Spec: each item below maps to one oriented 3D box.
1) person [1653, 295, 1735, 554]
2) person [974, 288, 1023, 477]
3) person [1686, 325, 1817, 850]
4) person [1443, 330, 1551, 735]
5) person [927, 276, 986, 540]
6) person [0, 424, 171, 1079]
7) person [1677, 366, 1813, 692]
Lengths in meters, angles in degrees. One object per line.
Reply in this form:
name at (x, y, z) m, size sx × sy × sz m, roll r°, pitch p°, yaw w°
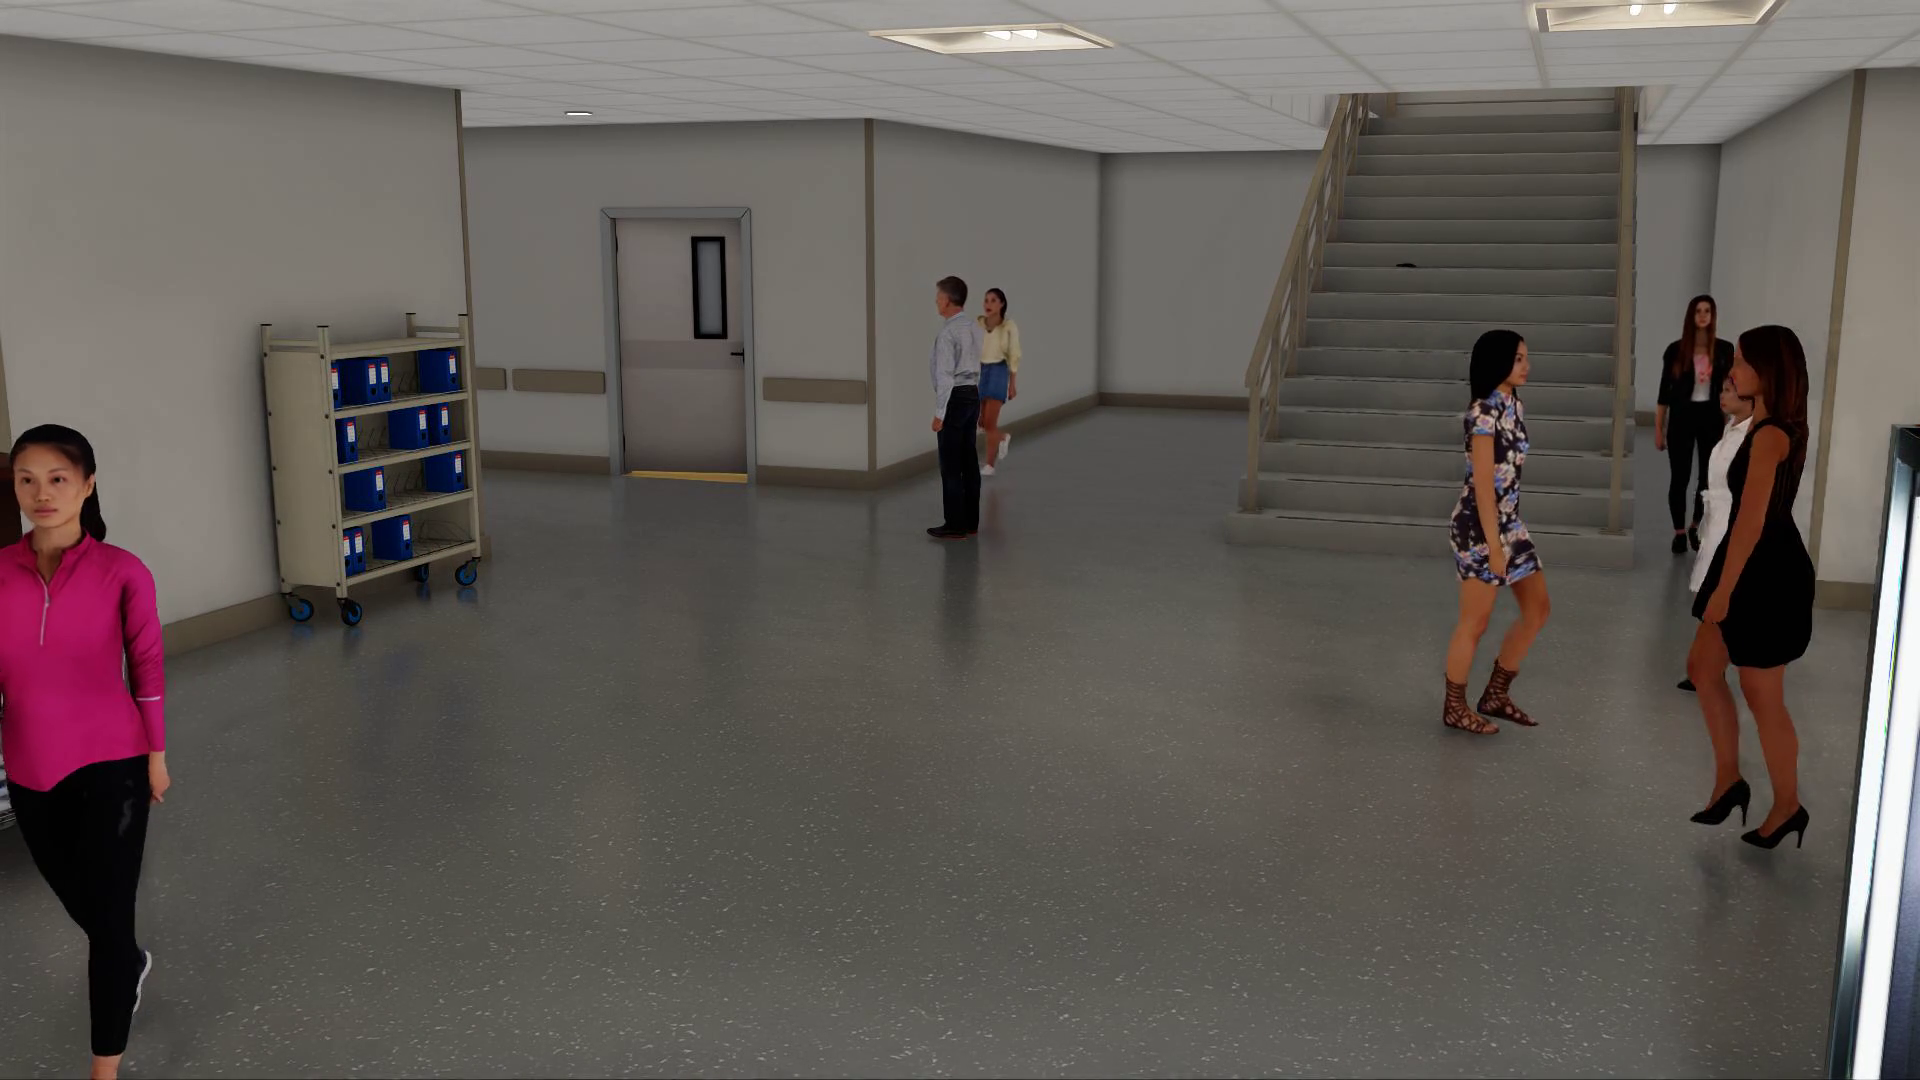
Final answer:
person at (4.866, -0.764, 11.039) m, size 0.635 × 1.701 × 0.608 m, roll 3°, pitch 11°, yaw 17°
person at (0.301, -1.365, 14.443) m, size 0.679 × 1.612 × 0.974 m, roll 5°, pitch 12°, yaw 24°
person at (2.801, 0.209, 5.599) m, size 0.692 × 1.817 × 0.619 m, roll 6°, pitch 12°, yaw 28°
person at (2.171, -0.020, 7.061) m, size 0.764 × 1.721 × 0.675 m, roll 9°, pitch 14°, yaw 40°
person at (-0.022, -0.931, 11.610) m, size 0.749 × 1.816 × 0.567 m, roll 6°, pitch 12°, yaw 30°
person at (-2.184, 0.562, 4.154) m, size 0.962 × 1.663 × 1.200 m, roll -2°, pitch 11°, yaw -10°
person at (3.647, -0.038, 7.647) m, size 0.740 × 1.539 × 0.834 m, roll 1°, pitch 11°, yaw 5°
